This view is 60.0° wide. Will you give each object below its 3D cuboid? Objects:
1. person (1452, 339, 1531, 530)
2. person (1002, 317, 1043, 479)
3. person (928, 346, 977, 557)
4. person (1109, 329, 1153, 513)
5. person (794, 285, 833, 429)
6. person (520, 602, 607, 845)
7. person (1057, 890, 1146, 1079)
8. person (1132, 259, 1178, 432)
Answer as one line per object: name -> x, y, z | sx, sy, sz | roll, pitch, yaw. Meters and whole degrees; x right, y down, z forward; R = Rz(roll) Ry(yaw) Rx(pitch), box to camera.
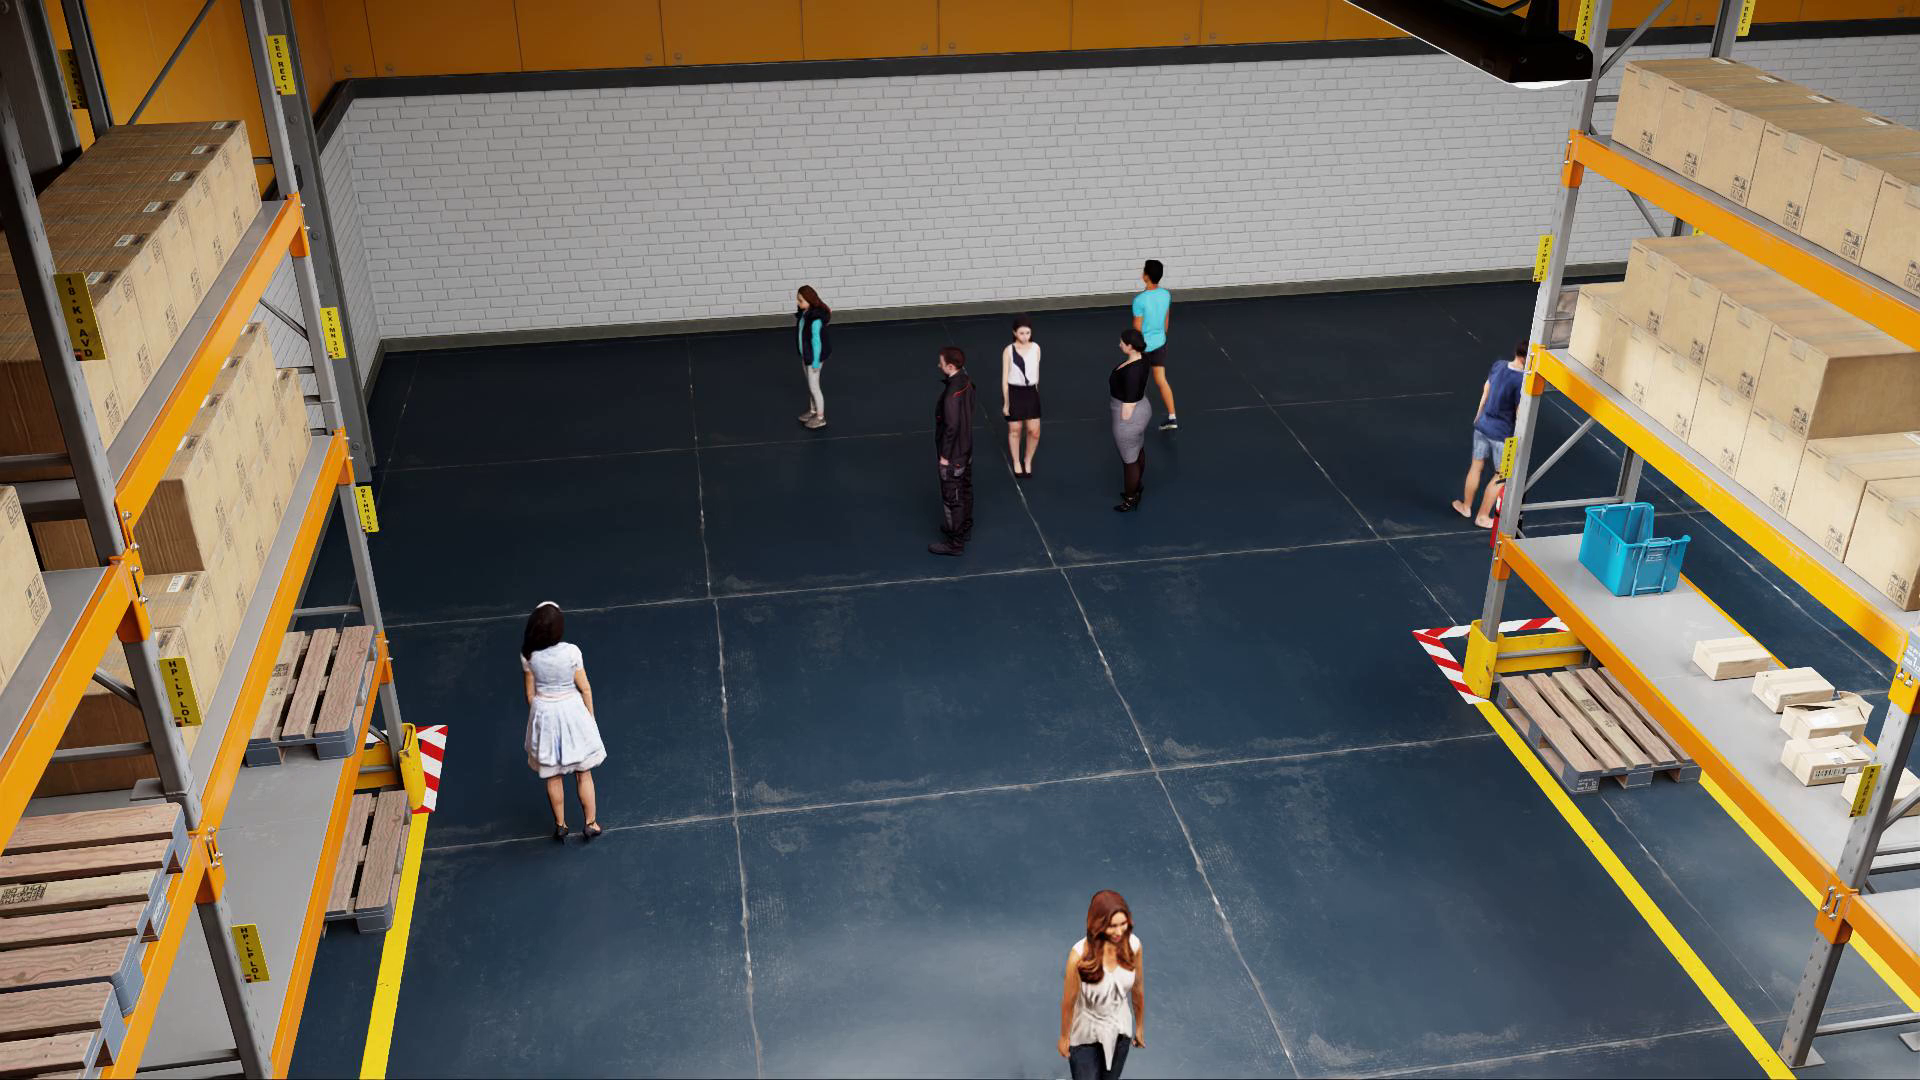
person -> 4.750, -0.999, 14.902 | 0.905, 1.816, 0.617 | -22, 36, -35
person -> 0.543, -1.348, 15.732 | 0.588, 1.634, 0.633 | -8, 30, -15
person -> -0.050, -0.793, 14.422 | 0.838, 1.913, 0.712 | 10, 30, 17
person -> 1.573, -1.100, 15.148 | 0.827, 1.757, 0.720 | 9, 30, 16
person -> -1.483, -1.885, 16.858 | 0.687, 1.499, 0.598 | -11, 31, -20
person -> -2.600, 1.205, 10.858 | 0.744, 1.818, 0.772 | 0, 29, 0
person -> 0.677, 2.478, 8.568 | 0.682, 1.777, 0.710 | -11, 30, -19
person -> 1.963, -1.901, 16.639 | 0.905, 1.735, 1.251 | -16, 32, -26
